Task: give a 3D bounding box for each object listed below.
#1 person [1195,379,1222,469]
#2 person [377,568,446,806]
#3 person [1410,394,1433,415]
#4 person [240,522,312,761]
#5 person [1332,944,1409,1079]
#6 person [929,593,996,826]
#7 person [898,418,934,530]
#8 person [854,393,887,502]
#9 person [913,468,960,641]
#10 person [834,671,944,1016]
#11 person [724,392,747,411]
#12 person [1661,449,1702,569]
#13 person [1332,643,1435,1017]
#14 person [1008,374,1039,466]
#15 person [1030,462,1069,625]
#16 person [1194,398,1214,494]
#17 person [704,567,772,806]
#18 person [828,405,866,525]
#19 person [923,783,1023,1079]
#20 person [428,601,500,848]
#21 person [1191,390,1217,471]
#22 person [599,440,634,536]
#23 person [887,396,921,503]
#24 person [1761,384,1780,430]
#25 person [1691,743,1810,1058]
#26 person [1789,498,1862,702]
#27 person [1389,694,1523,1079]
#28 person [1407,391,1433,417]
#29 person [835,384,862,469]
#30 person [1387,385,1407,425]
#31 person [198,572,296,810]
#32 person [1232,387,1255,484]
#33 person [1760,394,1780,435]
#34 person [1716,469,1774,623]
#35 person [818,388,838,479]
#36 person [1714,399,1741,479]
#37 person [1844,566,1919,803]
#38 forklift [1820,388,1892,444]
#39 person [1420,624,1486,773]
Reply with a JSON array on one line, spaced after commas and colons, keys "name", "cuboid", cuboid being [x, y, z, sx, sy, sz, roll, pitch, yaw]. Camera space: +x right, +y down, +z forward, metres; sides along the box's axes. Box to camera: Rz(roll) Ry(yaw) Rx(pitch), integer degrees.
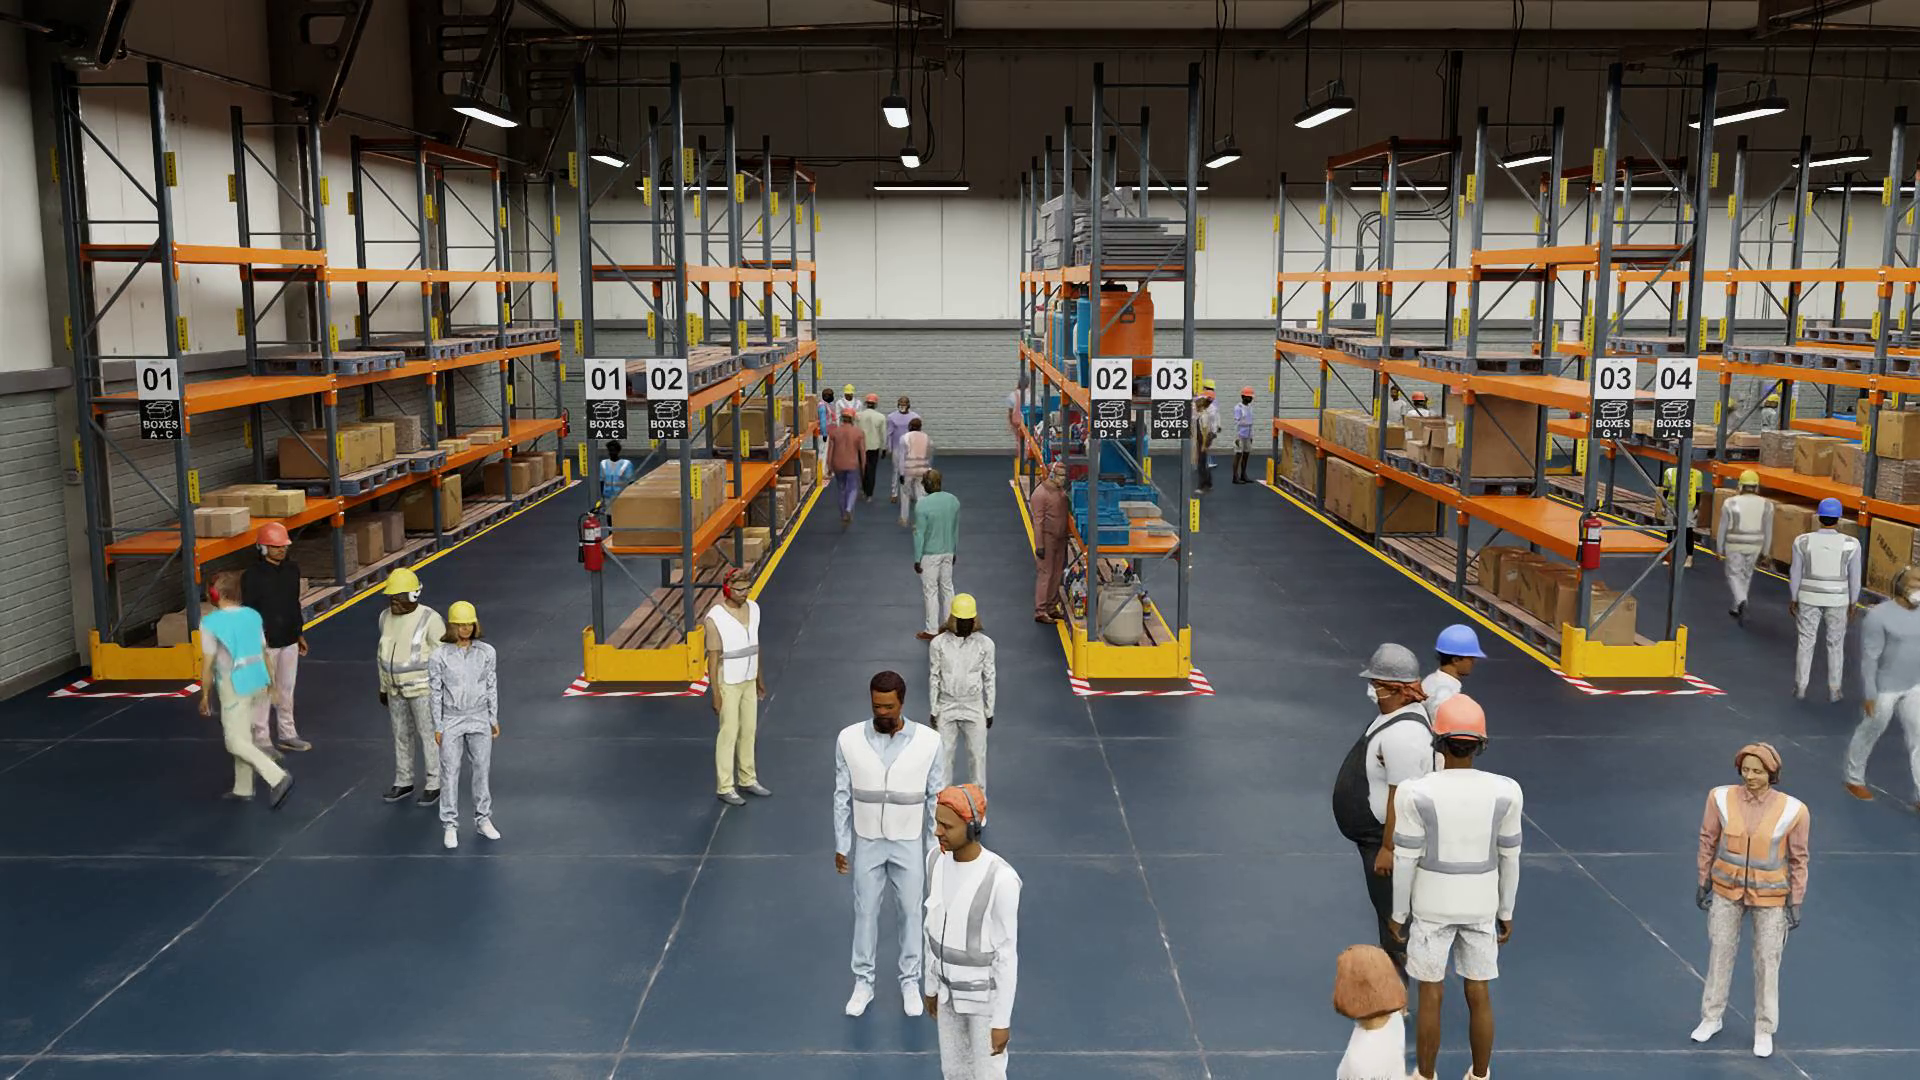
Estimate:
[{"name": "person", "cuboid": [5.334, -2.456, 35.375, 0.615, 1.899, 0.779, -6, 11, -35]}, {"name": "person", "cuboid": [-4.185, 1.113, 12.651, 0.600, 1.830, 0.403, 3, 9, 21]}, {"name": "person", "cuboid": [8.875, -1.920, 32.140, 0.556, 1.840, 0.598, -8, 12, -42]}, {"name": "person", "cuboid": [-5.711, 0.834, 13.925, 0.396, 1.993, 0.617, 4, 10, 23]}, {"name": "person", "cuboid": [1.553, 2.253, 6.020, 0.618, 1.611, 0.505, 4, 10, 27]}, {"name": "person", "cuboid": [0.018, 1.241, 12.150, 0.487, 1.738, 0.320, 0, 9, 2]}, {"name": "person", "cuboid": [-0.749, -1.068, 26.830, 0.665, 1.786, 0.860, -4, 10, -24]}, {"name": "person", "cuboid": [-1.635, -1.695, 30.348, 0.631, 1.940, 0.973, 1, 9, 4]}, {"name": "person", "cuboid": [-0.269, 0.168, 18.435, 0.635, 1.929, 0.378, -8, 12, -42]}, {"name": "person", "cuboid": [-0.385, 1.632, 9.044, 0.597, 1.915, 0.369, 0, 9, 2]}, {"name": "person", "cuboid": [-4.372, -2.033, 32.746, 0.568, 1.864, 1.007, 3, 9, 21]}, {"name": "person", "cuboid": [10.036, -0.449, 23.156, 0.535, 1.691, 0.319, 8, 12, 40]}, {"name": "person", "cuboid": [2.307, 1.562, 9.097, 0.537, 2.000, 0.683, 2, 9, 15]}, {"name": "person", "cuboid": [1.393, -2.533, 35.438, 0.701, 2.000, 0.536, 4, 10, 26]}, {"name": "person", "cuboid": [1.084, 0.026, 19.459, 0.400, 1.892, 0.659, 6, 11, 34]}, {"name": "person", "cuboid": [4.605, -1.769, 31.300, 0.375, 1.807, 0.683, 1, 9, 3]}, {"name": "person", "cuboid": [-1.727, 1.105, 12.710, 0.394, 1.832, 0.576, 5, 10, 31]}, {"name": "person", "cuboid": [-1.848, -1.205, 27.131, 0.639, 1.964, 0.648, 1, 9, 6]}, {"name": "person", "cuboid": [0.037, 1.953, 7.117, 0.356, 1.879, 0.576, -7, 11, -38]}, {"name": "person", "cuboid": [-3.499, 1.291, 11.785, 0.487, 1.746, 0.290, -6, 11, -34]}, {"name": "person", "cuboid": [5.119, -2.297, 34.962, 0.595, 1.717, 0.426, -5, 10, -30]}, {"name": "person", "cuboid": [-5.028, -0.630, 24.330, 0.550, 1.687, 0.323, 2, 9, 11]}, {"name": "person", "cuboid": [-1.006, -1.624, 29.939, 0.629, 1.933, 0.379, -1, 9, -5]}, {"name": "person", "cuboid": [16.713, -2.263, 34.201, 0.750, 1.881, 0.633, -1, 9, -6]}, {"name": "person", "cuboid": [4.078, 1.841, 8.590, 0.523, 1.638, 0.311, 7, 11, 37]}, {"name": "person", "cuboid": [8.199, 0.567, 15.791, 0.605, 1.948, 0.384, 4, 10, 26]}, {"name": "person", "cuboid": [2.345, 1.741, 7.939, 0.605, 2.044, 0.374, 0, 9, 0]}, {"name": "person", "cuboid": [8.593, -1.828, 31.271, 0.544, 1.929, 0.389, -4, 10, -23]}, {"name": "person", "cuboid": [-2.340, -2.381, 35.154, 0.591, 1.823, 0.404, -3, 9, -20]}, {"name": "person", "cuboid": [8.987, -2.270, 34.346, 0.328, 1.860, 0.514, -7, 11, -39]}, {"name": "person", "cuboid": [-5.348, 1.144, 12.554, 0.716, 1.805, 0.577, 2, 9, 15]}, {"name": "person", "cuboid": [5.608, -2.055, 32.740, 0.549, 1.930, 0.388, -8, 12, -43]}, {"name": "person", "cuboid": [16.346, -2.088, 33.581, 0.321, 1.731, 0.490, 0, 9, -2]}, {"name": "person", "cuboid": [9.151, 0.077, 19.386, 0.602, 1.809, 0.700, 1, 9, 5]}, {"name": "person", "cuboid": [-2.695, -2.154, 33.679, 0.431, 1.836, 0.629, 2, 9, 10]}, {"name": "person", "cuboid": [15.346, -2.006, 33.263, 0.486, 1.668, 0.981, 7, 11, 38]}, {"name": "person", "cuboid": [7.016, 1.128, 12.397, 0.659, 1.879, 1.035, -1, 9, -6]}, {"name": "forklift", "cuboid": [20.072, -3.110, 36.462, 1.873, 2.768, 1.129, 0, 9, 0]}, {"name": "person", "cuboid": [2.933, 1.462, 10.109, 0.440, 1.935, 0.621, 1, 9, 8]}]
